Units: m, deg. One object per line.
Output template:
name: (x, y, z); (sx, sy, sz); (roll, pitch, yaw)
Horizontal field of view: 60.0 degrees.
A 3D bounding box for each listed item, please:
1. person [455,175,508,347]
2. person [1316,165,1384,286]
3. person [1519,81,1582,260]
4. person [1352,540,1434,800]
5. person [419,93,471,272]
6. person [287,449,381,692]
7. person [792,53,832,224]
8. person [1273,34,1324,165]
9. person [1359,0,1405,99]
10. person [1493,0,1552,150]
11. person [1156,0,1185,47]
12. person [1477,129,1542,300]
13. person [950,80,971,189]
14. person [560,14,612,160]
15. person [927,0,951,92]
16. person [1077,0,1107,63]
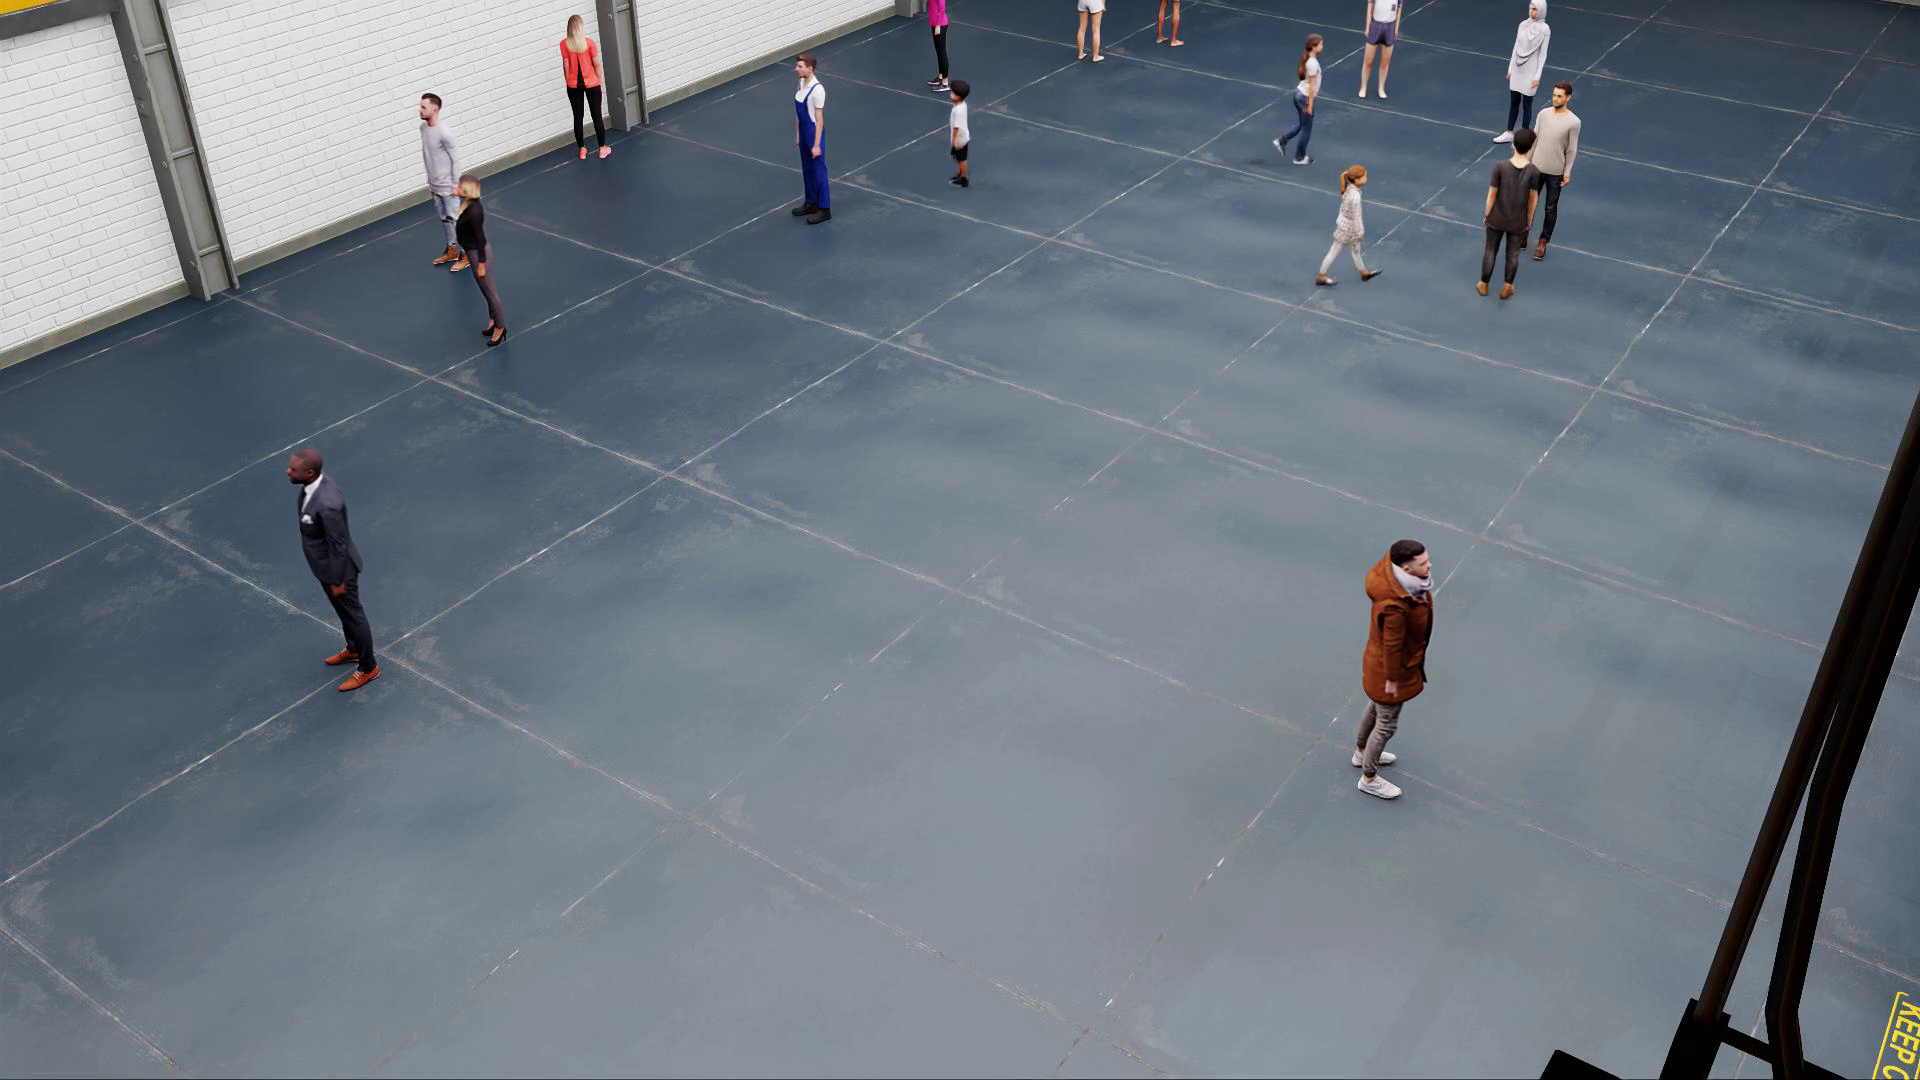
person: (-4.489, -2.636, 15.632); (0.712, 1.672, 0.678); (-10, 35, -15)
person: (3.824, -3.141, 16.751); (0.891, 1.272, 0.925); (1, 34, 2)
person: (6.116, -3.854, 17.288); (0.674, 1.866, 0.571); (25, 41, 32)
person: (2.677, 0.772, 10.353); (0.900, 1.838, 0.810); (4, 34, 6)
person: (-5.298, -3.689, 17.064); (0.699, 1.840, 0.598); (26, 41, 33)
person: (-4.245, 0.164, 11.281); (0.768, 1.824, 0.783); (-17, 37, -24)
person: (-1.613, -4.398, 18.120); (0.685, 1.851, 0.700); (-20, 39, -28)
person: (4.007, -5.187, 19.582); (0.832, 1.547, 0.779); (-4, 34, -6)
person: (5.464, -6.583, 21.589); (0.673, 1.651, 0.684); (2, 34, 4)
person: (6.819, -5.619, 20.027); (0.661, 1.775, 0.686); (-20, 39, -27)
person: (2.985, -7.874, 23.455); (0.664, 1.735, 0.570); (27, 42, 35)
person: (5.440, -3.231, 16.488); (0.678, 1.714, 0.628); (11, 35, 16)
person: (0.061, -4.644, 19.034); (0.633, 1.250, 0.522); (7, 34, 10)
person: (-4.471, -5.380, 19.740); (0.678, 1.693, 0.709); (-1, 34, -1)
person: (-0.265, -6.784, 21.848); (0.752, 1.699, 0.688); (-4, 34, -7)
person: (1.796, -7.414, 22.885); (0.577, 1.601, 0.564); (18, 38, 25)
